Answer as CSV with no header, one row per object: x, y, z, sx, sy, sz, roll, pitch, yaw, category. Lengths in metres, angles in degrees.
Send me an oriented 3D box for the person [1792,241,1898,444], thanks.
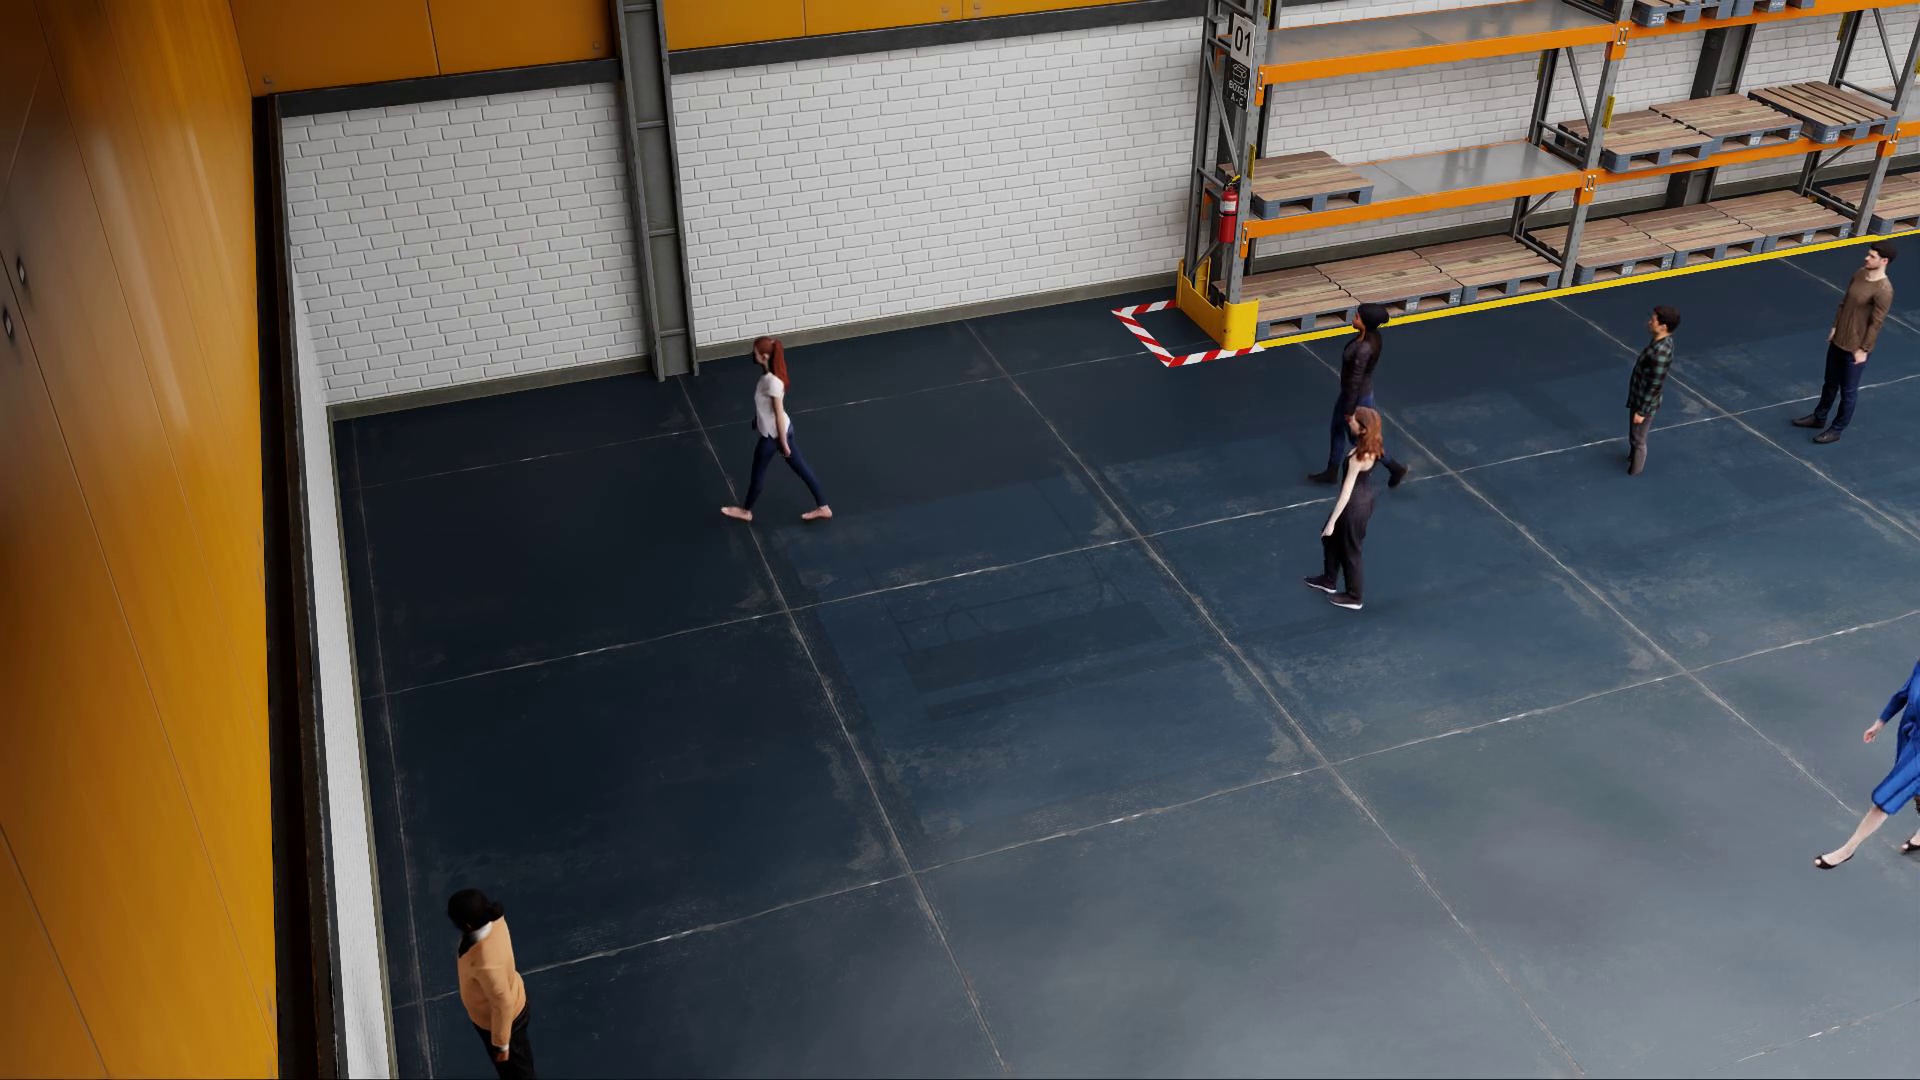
7.838,-1.750,14.580,0.637,1.888,0.696,-4,34,-7,person

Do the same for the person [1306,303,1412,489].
3.393,-1.141,13.815,1.153,1.720,1.014,9,35,14,person

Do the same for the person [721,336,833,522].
-1.377,-0.846,13.401,1.207,1.687,0.901,3,34,4,person

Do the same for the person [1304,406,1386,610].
3.026,-0.210,12.402,0.877,1.734,0.817,14,36,21,person

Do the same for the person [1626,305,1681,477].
5.886,-1.220,14.244,0.756,1.715,0.741,12,35,17,person

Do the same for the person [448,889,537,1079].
-2.340,2.400,8.460,0.567,1.752,0.640,-11,35,-16,person

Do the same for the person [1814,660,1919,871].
5.902,1.289,10.113,1.171,1.772,0.770,-5,34,-7,person
